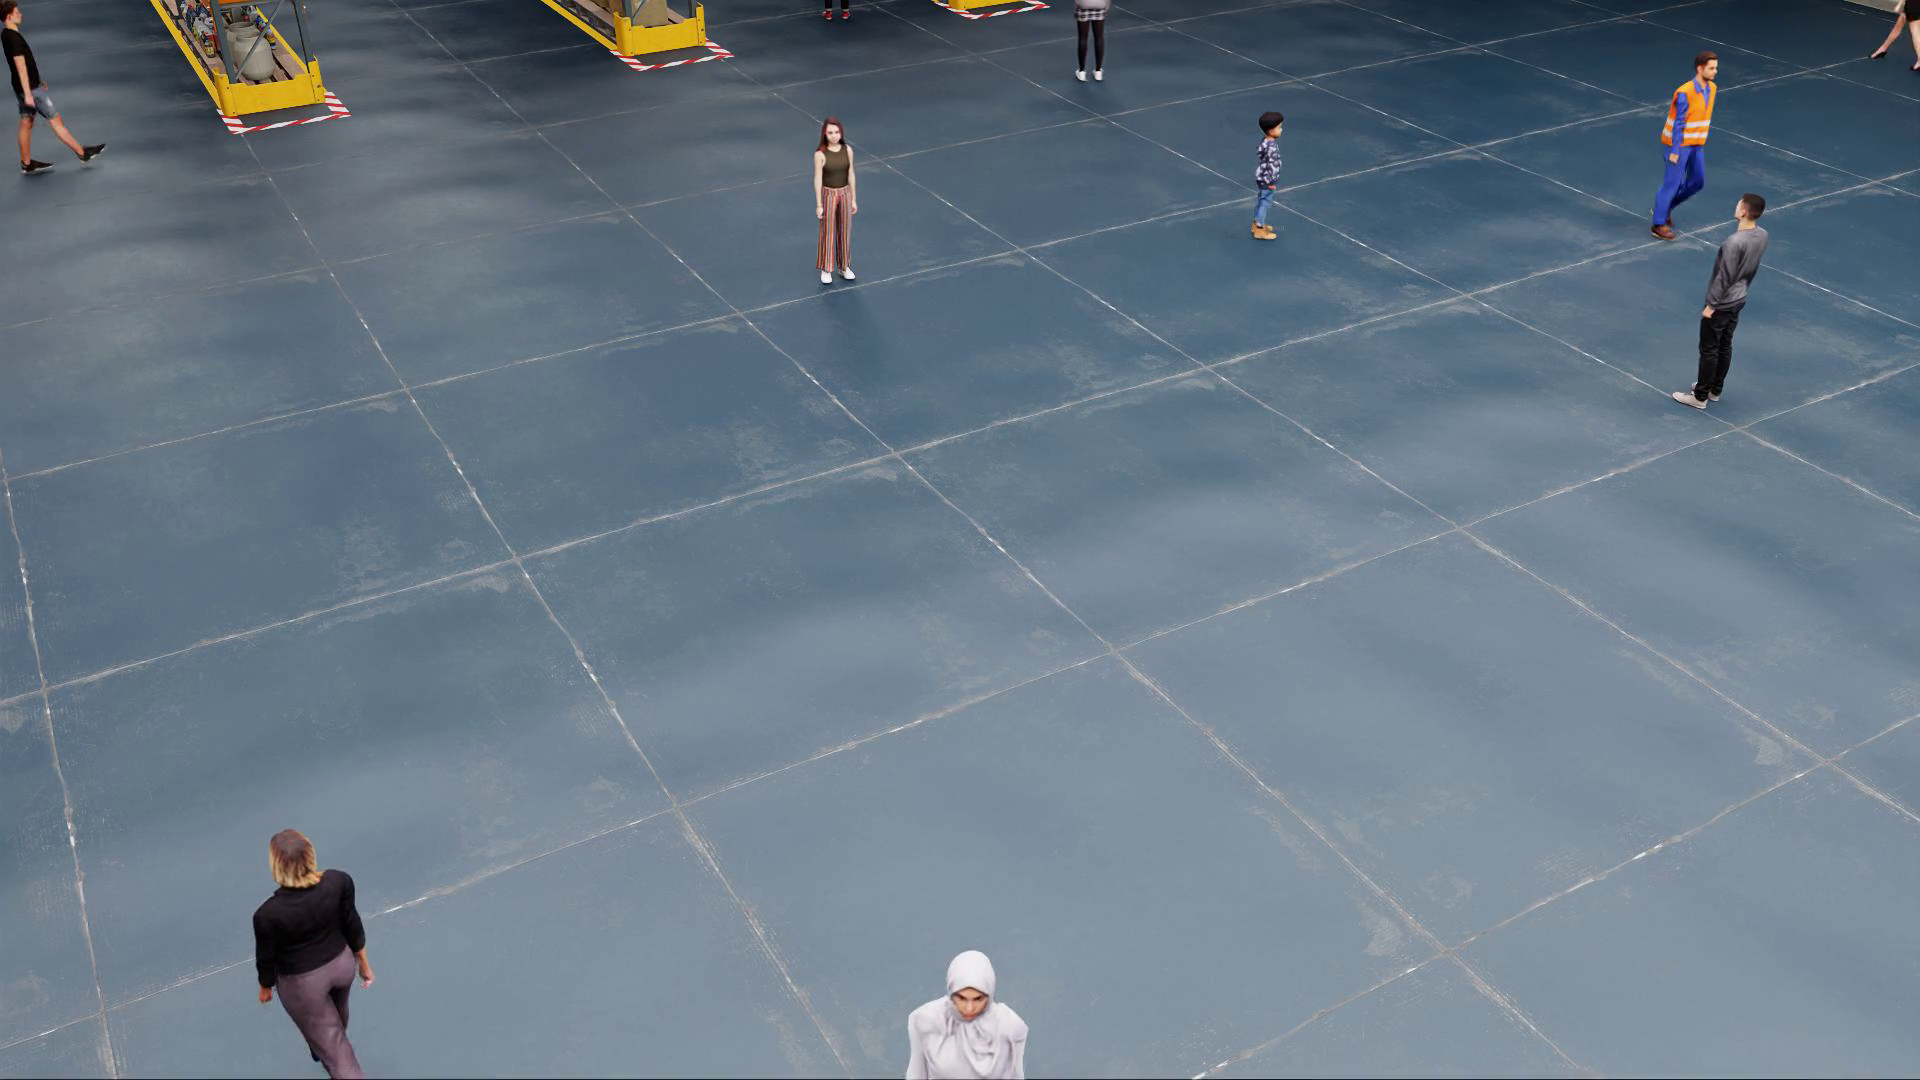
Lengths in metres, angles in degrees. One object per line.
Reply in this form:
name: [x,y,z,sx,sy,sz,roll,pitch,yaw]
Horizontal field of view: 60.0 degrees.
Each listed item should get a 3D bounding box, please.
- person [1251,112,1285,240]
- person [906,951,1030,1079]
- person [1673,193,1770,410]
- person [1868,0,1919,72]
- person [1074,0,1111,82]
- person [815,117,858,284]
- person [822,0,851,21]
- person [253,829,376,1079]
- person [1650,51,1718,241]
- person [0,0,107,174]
person: [3.021,-3.590,16.335,0.632,1.250,0.539,0,32,0]
person: [0.016,2.247,6.624,1.087,1.738,1.179,7,33,10]
person: [6.064,-1.892,13.164,0.636,1.761,0.552,-21,38,-29]
person: [12.079,-6.692,20.919,0.570,1.605,1.008,-16,36,-24]
person: [1.631,-6.617,20.646,0.672,1.770,0.645,-6,33,-9]
person: [-1.151,-3.148,15.343,0.588,1.561,0.546,-12,34,-18]
person: [-1.757,-8.143,23.074,0.774,1.760,0.737,-5,33,-7]
person: [-2.702,1.981,7.159,1.118,1.618,0.859,23,39,31]
person: [6.964,-3.844,16.174,0.680,1.851,0.695,-17,36,-24]
person: [-10.027,-4.791,17.708,0.833,1.815,1.068,-21,38,-30]
